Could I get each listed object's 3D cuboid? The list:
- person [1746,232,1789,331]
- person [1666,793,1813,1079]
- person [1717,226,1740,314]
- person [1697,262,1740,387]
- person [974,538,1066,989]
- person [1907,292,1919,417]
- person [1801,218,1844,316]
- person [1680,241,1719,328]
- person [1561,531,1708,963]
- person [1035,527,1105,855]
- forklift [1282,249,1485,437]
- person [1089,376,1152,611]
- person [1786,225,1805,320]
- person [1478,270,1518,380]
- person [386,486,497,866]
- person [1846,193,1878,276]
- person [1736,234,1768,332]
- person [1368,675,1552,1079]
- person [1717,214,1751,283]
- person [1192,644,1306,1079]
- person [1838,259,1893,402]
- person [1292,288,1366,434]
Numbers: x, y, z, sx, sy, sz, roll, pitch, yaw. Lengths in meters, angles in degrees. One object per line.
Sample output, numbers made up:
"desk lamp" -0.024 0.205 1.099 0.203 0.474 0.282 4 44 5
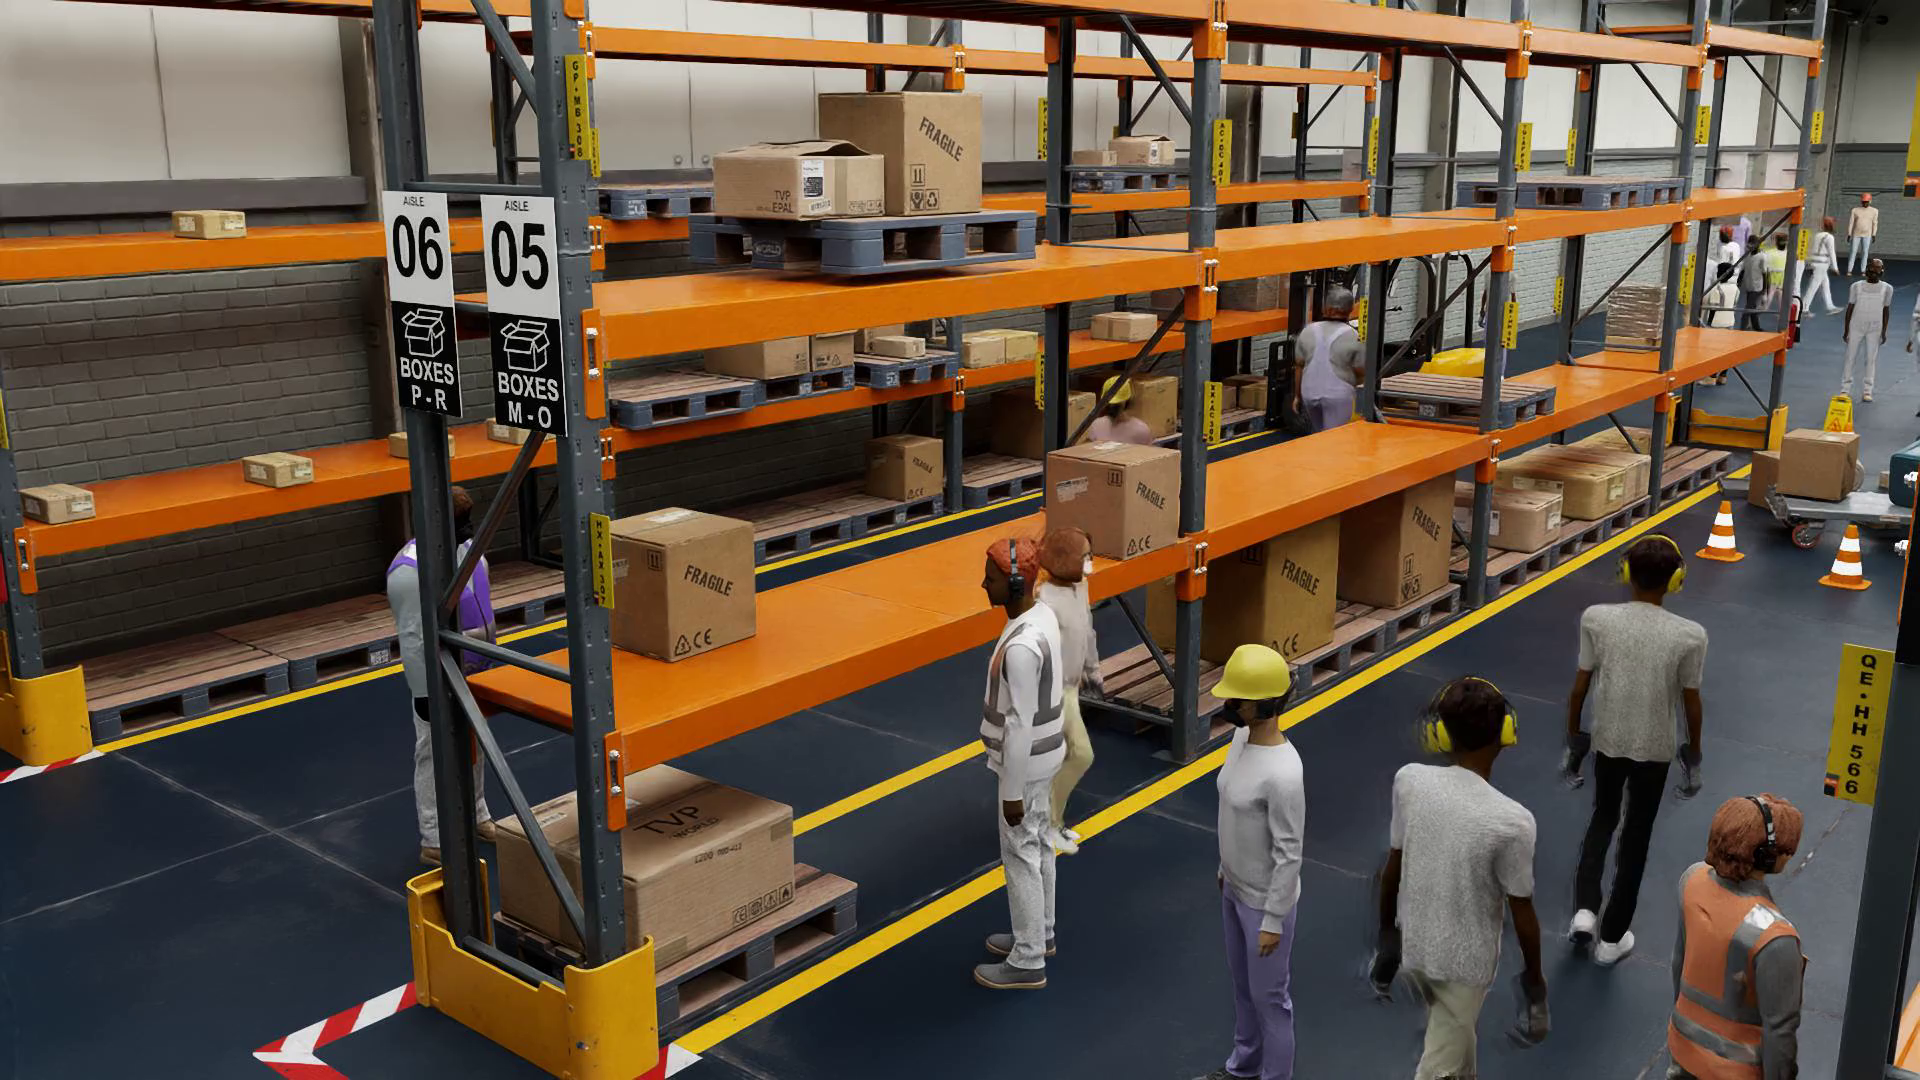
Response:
"person" 13.777 -4.308 28.122 0.579 1.803 0.943 -4 14 -18
"person" 2.196 1.505 4.768 0.307 1.641 0.514 -2 14 -8
"person" 13.125 -4.433 28.465 0.664 1.874 0.374 -12 18 -41
"person" 10.403 -2.947 22.778 0.535 1.697 0.318 -8 16 -31
"person" 0.248 0.902 6.743 0.350 1.879 0.578 3 14 10
"person" 12.073 -2.495 20.543 0.551 1.900 0.967 11 18 39
"person" 16.358 -5.130 31.355 0.926 1.838 0.589 2 14 8
"person" 11.927 -3.979 26.899 0.582 1.734 0.514 3 14 13
"person" 2.811 0.870 6.909 0.530 1.853 0.386 11 17 37
"person" 0.514 0.720 8.009 0.438 1.617 0.512 5 15 20
"forklift" 4.886 -2.214 18.767 2.313 2.155 1.214 11 18 38
"person" 1.204 -0.358 12.145 0.552 1.743 0.589 11 18 39
"person" 15.440 -5.029 30.854 0.398 1.898 0.644 5 15 21
"person" 7.451 -3.116 23.122 0.507 1.865 0.329 12 18 40
"person" -2.413 0.636 7.917 0.429 1.837 0.625 5 15 18
"person" 21.830 -7.390 40.256 0.626 1.991 0.389 6 15 23
"person" 12.643 -3.984 26.735 0.897 1.826 0.532 -2 14 -9
"person" 1.626 1.310 5.178 0.898 1.817 0.554 -8 16 -30
"person" 16.818 -6.326 36.178 0.665 1.876 0.820 5 15 20
"person" 1.000 1.206 5.730 0.313 1.767 0.531 -3 14 -10
"person" 11.710 -2.705 21.498 0.506 1.842 0.346 7 15 26
"person" 3.578 -1.384 15.702 0.712 2.000 0.872 12 18 40
